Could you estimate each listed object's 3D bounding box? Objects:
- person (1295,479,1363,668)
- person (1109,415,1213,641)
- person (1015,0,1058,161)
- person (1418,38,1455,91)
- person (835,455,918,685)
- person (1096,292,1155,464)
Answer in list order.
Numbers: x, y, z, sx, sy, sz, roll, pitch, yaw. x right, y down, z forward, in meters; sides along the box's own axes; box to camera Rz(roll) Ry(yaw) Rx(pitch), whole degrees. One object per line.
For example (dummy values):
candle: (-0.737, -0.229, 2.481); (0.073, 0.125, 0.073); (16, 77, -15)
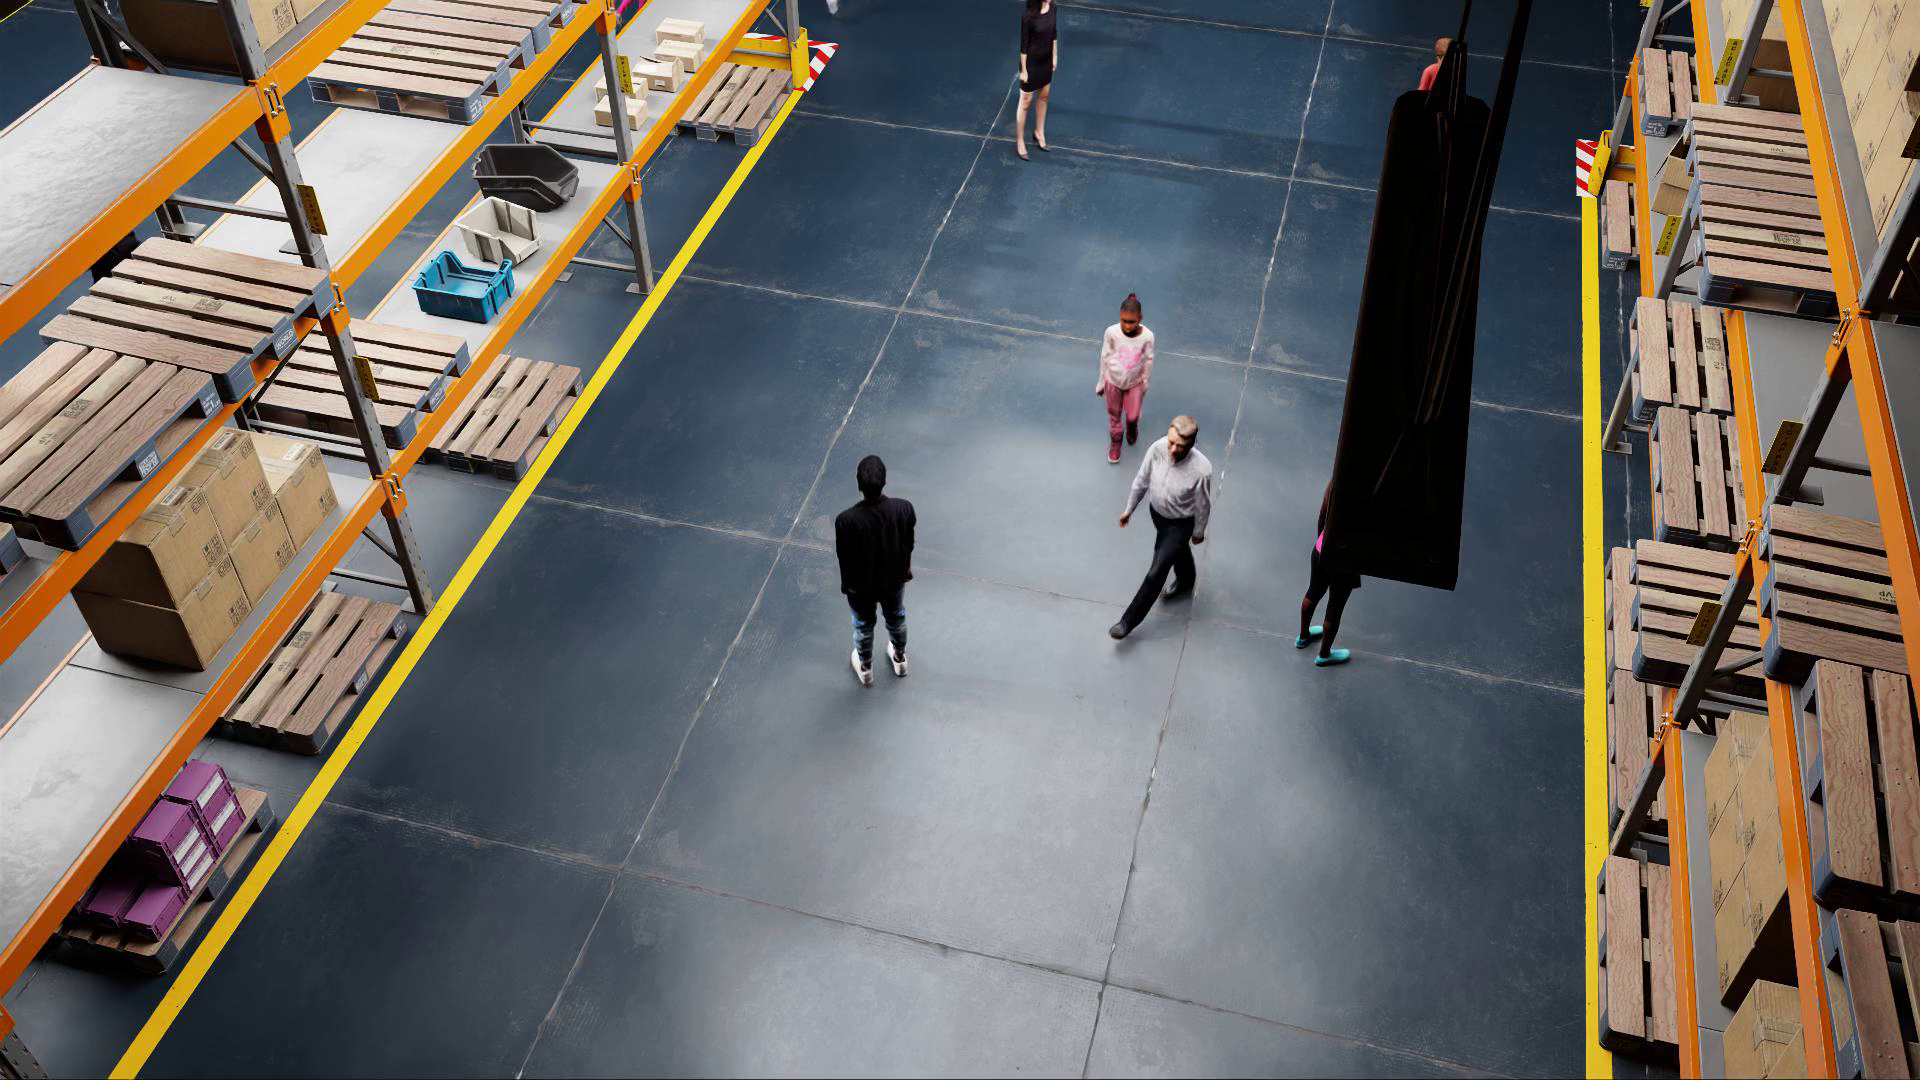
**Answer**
person: (2.451, 0.127, 10.867); (0.721, 1.725, 0.660); (-21, 48, -21)
person: (1.488, -0.186, 11.166); (1.232, 1.767, 1.089); (-28, 50, -26)
person: (0.717, -4.448, 15.613); (0.618, 1.803, 0.717); (-30, 51, -28)
person: (4.433, -4.079, 15.540); (0.680, 1.369, 1.007); (-1, 44, -1)
person: (-0.536, 0.219, 10.713); (0.787, 1.805, 0.811); (-15, 46, -15)
person: (1.243, -1.254, 12.528); (0.560, 1.434, 0.637); (8, 44, 8)
